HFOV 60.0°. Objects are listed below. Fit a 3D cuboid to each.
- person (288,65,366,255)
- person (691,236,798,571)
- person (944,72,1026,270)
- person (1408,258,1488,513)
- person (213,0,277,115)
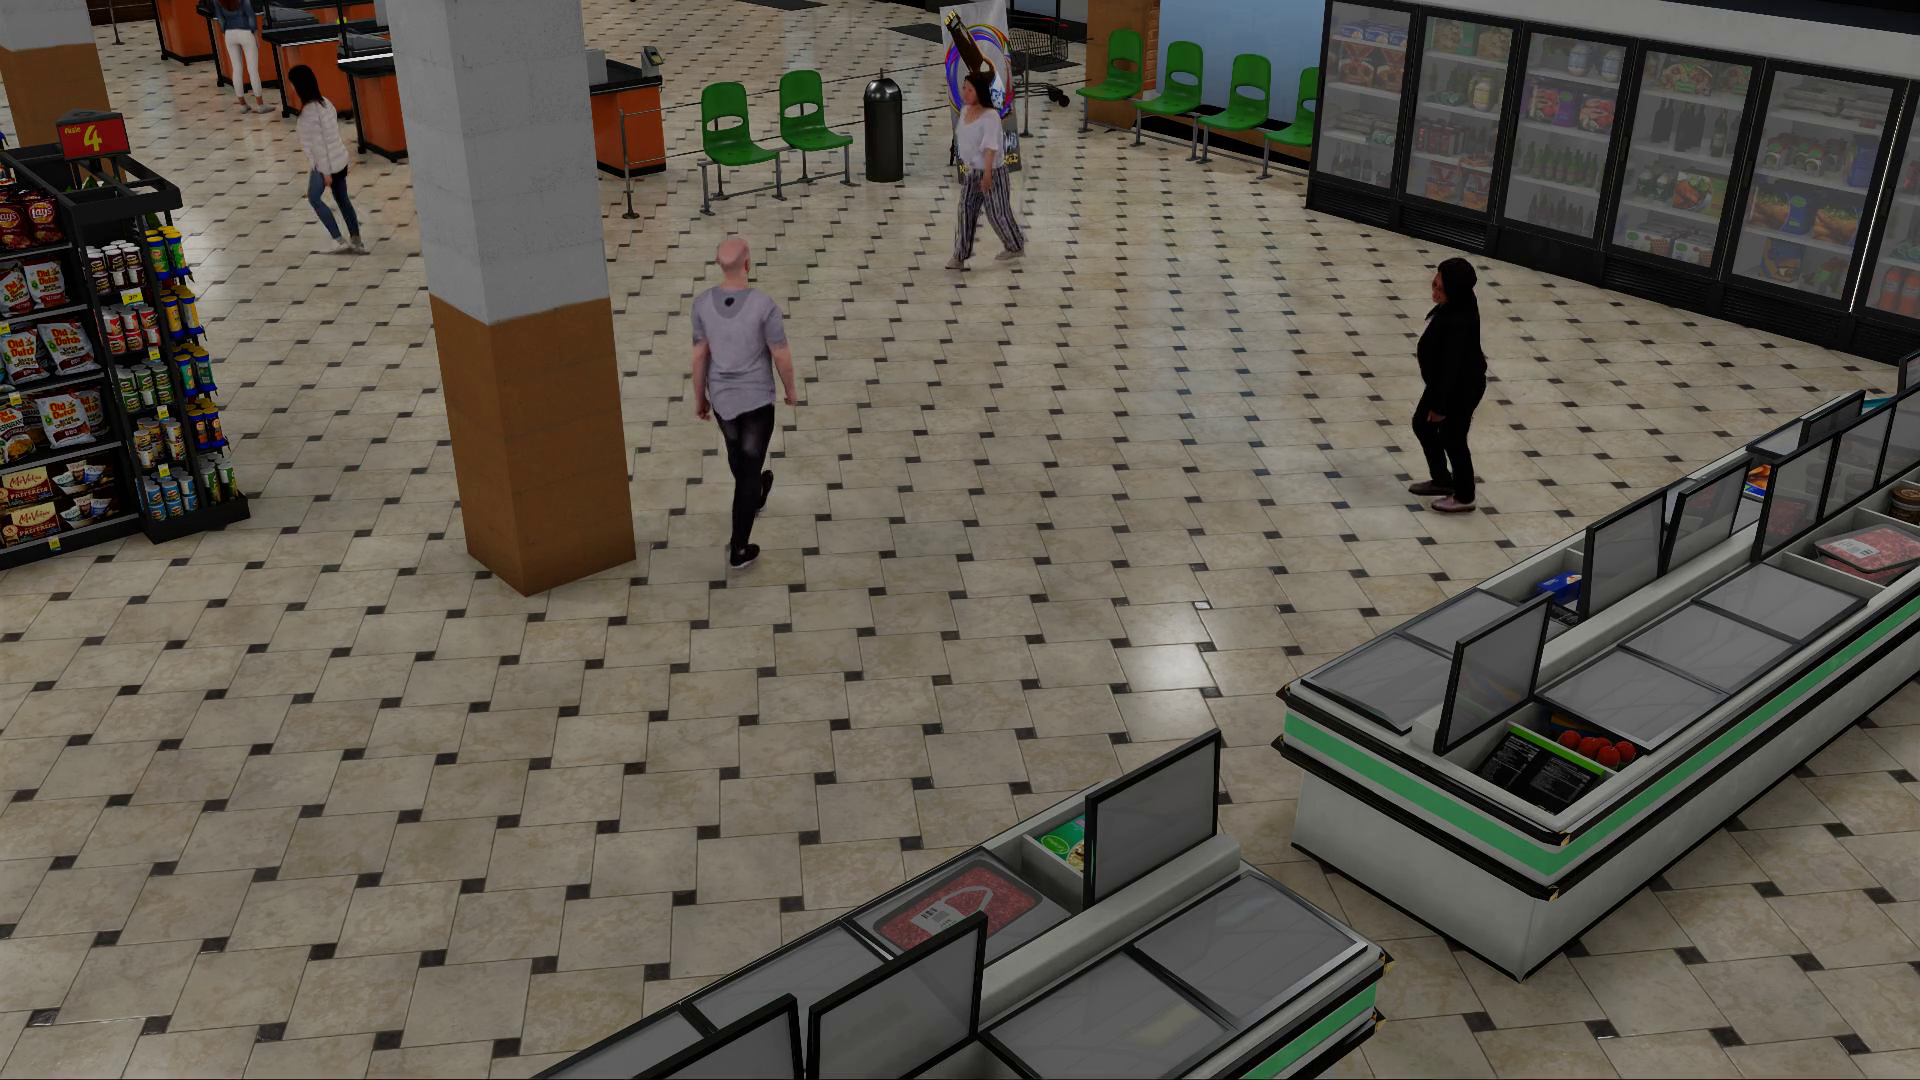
[{"bbox_3d":[-5.323,-3.234,14.249,0.811,1.612,0.752,2,27,4],"label":"person"},{"bbox_3d":[-1.217,-0.704,9.070,1.121,1.783,1.302,7,28,14],"label":"person"},{"bbox_3d":[0.250,-3.074,13.904,1.051,1.639,0.693,-15,31,-27],"label":"person"},{"bbox_3d":[2.913,-0.876,9.646,0.897,1.569,0.837,7,28,14],"label":"person"},{"bbox_3d":[-8.319,-5.798,19.204,0.678,1.703,0.736,3,27,5],"label":"person"}]
